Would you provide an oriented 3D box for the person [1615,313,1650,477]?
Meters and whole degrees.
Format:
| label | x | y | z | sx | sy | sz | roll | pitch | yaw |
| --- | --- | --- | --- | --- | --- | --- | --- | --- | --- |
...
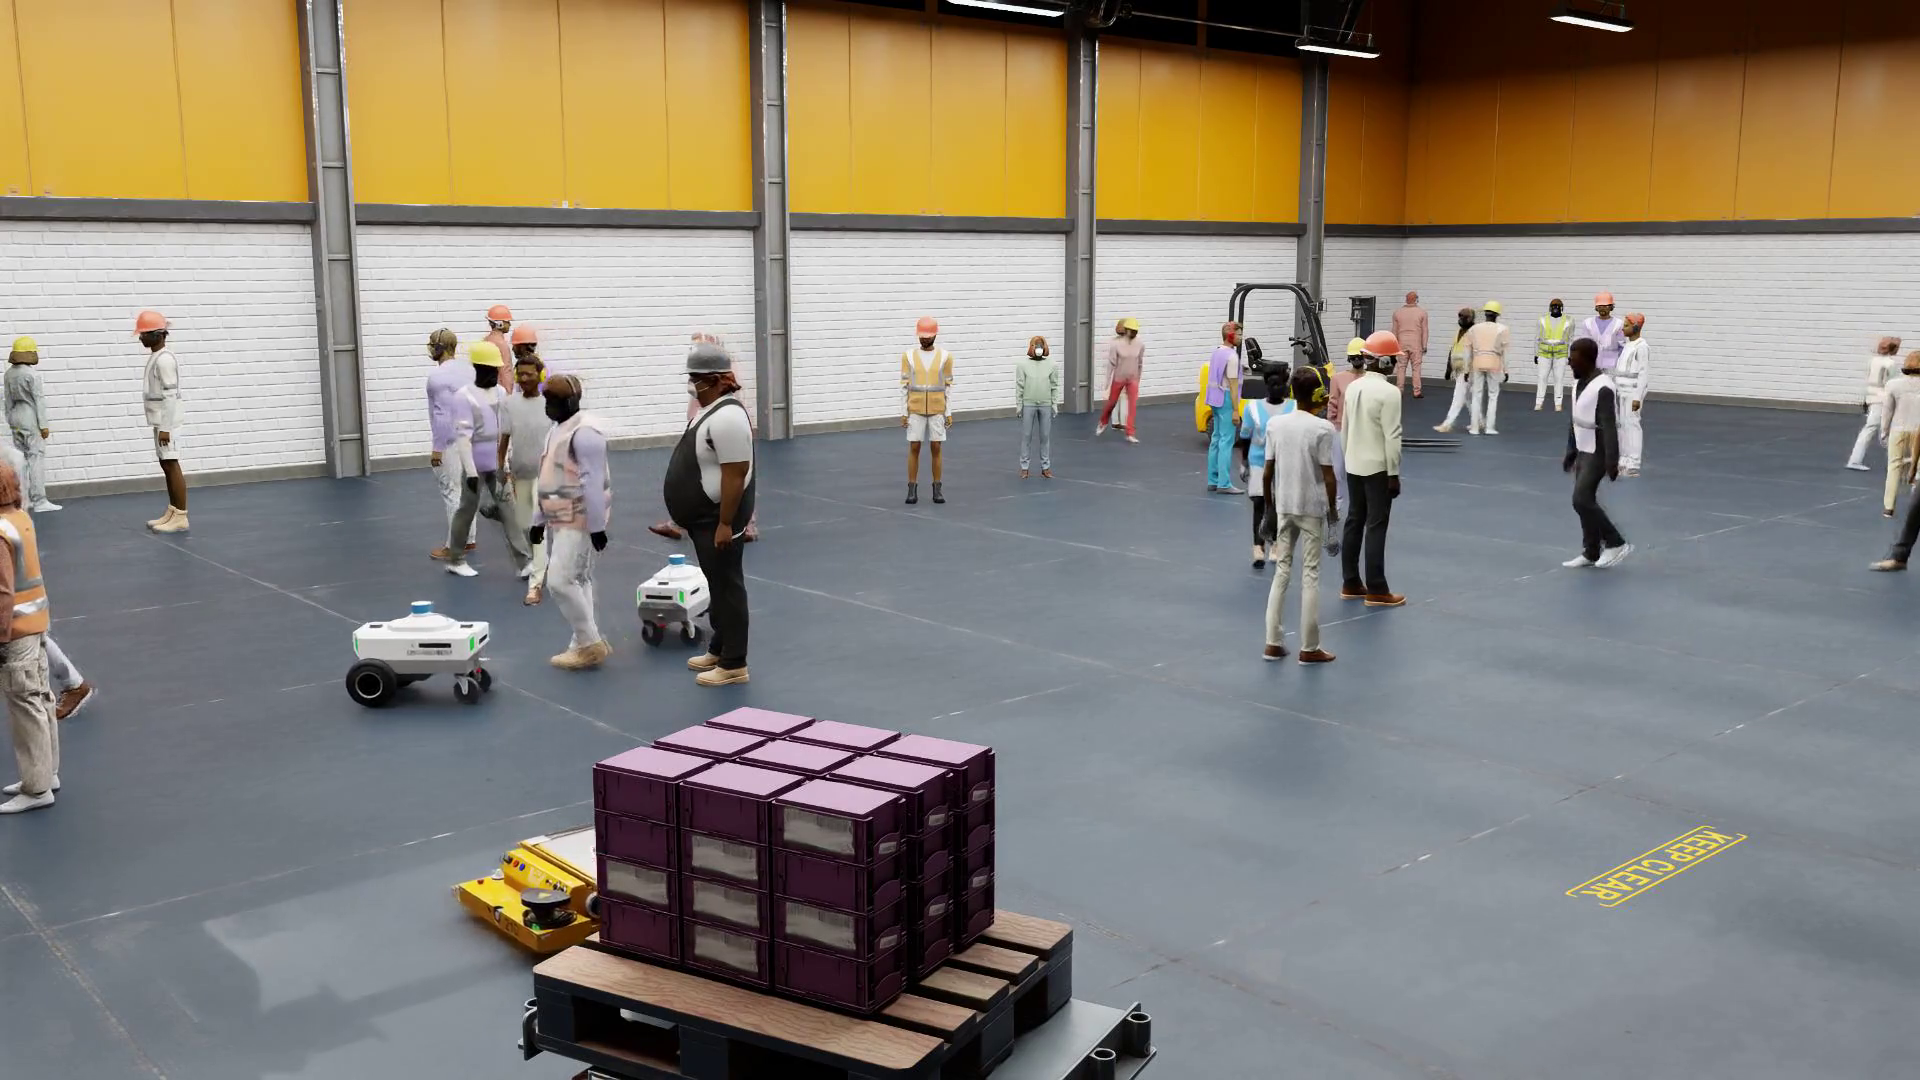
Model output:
| label | x | y | z | sx | sy | sz | roll | pitch | yaw |
| --- | --- | --- | --- | --- | --- | --- | --- | --- | --- |
| person | 7.718 | -1.664 | 19.147 | 0.343 | 1.879 | 0.585 | 1 | 10 | 4 |

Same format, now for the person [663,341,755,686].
| label | x | y | z | sx | sy | sz | roll | pitch | yaw |
| --- | --- | --- | --- | --- | --- | --- | --- | --- | --- |
| person | -1.490 | -0.164 | 9.899 | 0.536 | 2.000 | 0.688 | -3 | 10 | -15 |

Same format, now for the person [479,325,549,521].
| label | x | y | z | sx | sy | sz | roll | pitch | yaw |
| --- | --- | --- | --- | --- | --- | --- | --- | --- | --- |
| person | -4.076 | -1.093 | 15.823 | 1.043 | 1.884 | 0.549 | 2 | 10 | 13 |

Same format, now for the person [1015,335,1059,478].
| label | x | y | z | sx | sy | sz | roll | pitch | yaw |
| --- | --- | --- | --- | --- | --- | --- | --- | --- | --- |
| person | 0.882 | -1.520 | 19.021 | 0.500 | 1.636 | 0.280 | -1 | 10 | -6 |

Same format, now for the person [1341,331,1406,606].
| label | x | y | z | sx | sy | sz | roll | pitch | yaw |
| --- | --- | --- | --- | --- | --- | --- | --- | --- | --- |
| person | 3.017 | -0.521 | 12.124 | 0.391 | 1.995 | 0.613 | -4 | 10 | -21 |

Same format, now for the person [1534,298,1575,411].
| label | x | y | z | sx | sy | sz | roll | pitch | yaw |
| --- | --- | --- | --- | --- | --- | --- | --- | --- | --- |
| person | 9.709 | -3.024 | 27.226 | 0.619 | 1.845 | 0.430 | 4 | 10 | 22 |

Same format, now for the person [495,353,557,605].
| label | x | y | z | sx | sy | sz | roll | pitch | yaw |
| --- | --- | --- | --- | --- | --- | --- | --- | --- | --- |
| person | -3.183 | -0.490 | 12.417 | 0.524 | 1.832 | 0.911 | 1 | 10 | 4 |

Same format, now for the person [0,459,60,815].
| label | x | y | z | sx | sy | sz | roll | pitch | yaw |
| --- | --- | --- | --- | --- | --- | --- | --- | --- | --- |
| person | -4.331 | 0.430 | 7.605 | 0.315 | 1.636 | 0.515 | -3 | 10 | -18 |

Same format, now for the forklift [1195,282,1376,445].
| label | x | y | z | sx | sy | sz | roll | pitch | yaw |
| --- | --- | --- | --- | --- | --- | --- | --- | --- | --- |
| forklift | 4.328 | -2.346 | 22.227 | 2.313 | 2.155 | 1.214 | 3 | 10 | 16 |

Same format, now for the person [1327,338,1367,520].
| label | x | y | z | sx | sy | sz | roll | pitch | yaw |
| --- | --- | --- | --- | --- | --- | --- | --- | --- | --- |
| person | 3.742 | -1.029 | 15.766 | 0.524 | 1.769 | 0.314 | 2 | 10 | 14 |

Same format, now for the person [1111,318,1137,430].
| label | x | y | z | sx | sy | sz | roll | pitch | yaw |
| --- | --- | --- | --- | --- | --- | --- | --- | --- | --- |
| person | 2.386 | -2.415 | 24.265 | 0.279 | 1.635 | 0.507 | -5 | 11 | -29 |

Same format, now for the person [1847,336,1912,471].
| label | x | y | z | sx | sy | sz | roll | pitch | yaw |
| --- | --- | --- | --- | --- | --- | --- | --- | --- | --- |
| person | 10.929 | -1.600 | 19.596 | 0.866 | 1.586 | 0.545 | 0 | 10 | 3 |

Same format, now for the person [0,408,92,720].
| label | x | y | z | sx | sy | sz | roll | pitch | yaw |
| --- | --- | --- | --- | --- | --- | --- | --- | --- | --- |
| person | -5.111 | 0.114 | 8.864 | 0.525 | 1.843 | 0.813 | 5 | 11 | 26 |

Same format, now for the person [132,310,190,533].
| label | x | y | z | sx | sy | sz | roll | pitch | yaw |
| --- | --- | --- | --- | --- | --- | --- | --- | --- | --- |
| person | -7.345 | -1.086 | 15.296 | 0.374 | 2.043 | 0.608 | -6 | 11 | -32 |

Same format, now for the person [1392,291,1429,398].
| label | x | y | z | sx | sy | sz | roll | pitch | yaw |
| --- | --- | --- | --- | --- | --- | --- | --- | --- | --- |
| person | 8.051 | -3.484 | 29.726 | 0.638 | 1.911 | 0.402 | 6 | 11 | 30 |

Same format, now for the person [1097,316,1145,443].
| label | x | y | z | sx | sy | sz | roll | pitch | yaw |
| --- | --- | --- | --- | --- | --- | --- | --- | --- | --- |
| person | 2.230 | -2.228 | 22.913 | 0.545 | 1.724 | 0.828 | -3 | 10 | -15 |

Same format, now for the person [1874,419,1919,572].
| label | x | y | z | sx | sy | sz | roll | pitch | yaw |
| --- | --- | --- | --- | --- | --- | --- | --- | --- | --- |
| person | 7.760 | -0.585 | 13.130 | 0.540 | 1.797 | 0.744 | -6 | 11 | -31 |

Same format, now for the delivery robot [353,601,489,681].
| label | x | y | z | sx | sy | sz | roll | pitch | yaw |
| --- | --- | --- | --- | --- | --- | --- | --- | --- | --- |
| delivery robot | -3.077 | 0.595 | 9.526 | 0.707 | 0.478 | 0.477 | 0 | 10 | -1 |

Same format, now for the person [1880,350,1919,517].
| label | x | y | z | sx | sy | sz | roll | pitch | yaw |
| --- | --- | --- | --- | --- | --- | --- | --- | --- | --- |
| person | 9.195 | -1.021 | 16.107 | 0.504 | 1.631 | 0.280 | 7 | 12 | 36 |

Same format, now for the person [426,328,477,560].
| label | x | y | z | sx | sy | sz | roll | pitch | yaw |
| --- | --- | --- | --- | --- | --- | --- | --- | --- | --- |
| person | -4.276 | -0.805 | 13.947 | 0.359 | 1.938 | 0.635 | 1 | 10 | 4 |

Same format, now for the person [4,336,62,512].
| label | x | y | z | sx | sy | sz | roll | pitch | yaw |
| --- | --- | --- | --- | --- | --- | --- | --- | --- | --- |
| person | -9.258 | -1.153 | 16.560 | 0.492 | 1.742 | 0.323 | 4 | 11 | 23 |

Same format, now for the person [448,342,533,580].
| label | x | y | z | sx | sy | sz | roll | pitch | yaw |
| --- | --- | --- | --- | --- | --- | --- | --- | --- | --- |
| person | -3.676 | -0.606 | 12.976 | 1.008 | 1.867 | 0.615 | 5 | 11 | 27 |

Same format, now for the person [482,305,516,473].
| label | x | y | z | sx | sy | sz | roll | pitch | yaw |
| --- | --- | --- | --- | --- | --- | --- | --- | --- | --- |
| person | -5.139 | -1.630 | 18.620 | 0.396 | 1.992 | 0.623 | -7 | 12 | -36 |

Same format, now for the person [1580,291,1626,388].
| label | x | y | z | sx | sy | sz | roll | pitch | yaw |
| --- | --- | --- | --- | --- | --- | --- | --- | --- | --- |
| person | 8.933 | -2.435 | 23.185 | 0.615 | 2.042 | 0.376 | 5 | 11 | 29 |

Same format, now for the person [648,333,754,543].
| label | x | y | z | sx | sy | sz | roll | pitch | yaw |
| --- | --- | --- | --- | --- | --- | --- | --- | --- | --- |
| person | -2.276 | -0.877 | 14.588 | 0.963 | 1.858 | 0.662 | -2 | 10 | -10 |

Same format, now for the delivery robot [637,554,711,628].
| label | x | y | z | sx | sy | sz | roll | pitch | yaw |
| --- | --- | --- | --- | --- | --- | --- | --- | --- | --- |
| delivery robot | -1.872 | 0.340 | 11.021 | 0.477 | 0.478 | 0.707 | 2 | 10 | 10 |

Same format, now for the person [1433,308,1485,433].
| label | x | y | z | sx | sy | sz | roll | pitch | yaw |
| --- | --- | --- | --- | --- | --- | --- | --- | --- | --- |
| person | 7.291 | -2.452 | 24.058 | 0.945 | 1.796 | 0.633 | -2 | 10 | -13 |

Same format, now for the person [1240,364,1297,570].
| label | x | y | z | sx | sy | sz | roll | pitch | yaw |
| --- | --- | --- | --- | --- | --- | --- | --- | --- | --- |
| person | 2.540 | -0.582 | 13.449 | 0.557 | 1.649 | 0.846 | 2 | 10 | 9 |

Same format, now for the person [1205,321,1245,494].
| label | x | y | z | sx | sy | sz | roll | pitch | yaw |
| --- | --- | --- | --- | --- | --- | --- | --- | --- | --- |
| person | 2.822 | -1.409 | 17.771 | 0.375 | 1.839 | 0.567 | -2 | 10 | -13 |

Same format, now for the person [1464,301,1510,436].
| label | x | y | z | sx | sy | sz | roll | pitch | yaw |
| --- | --- | --- | --- | --- | --- | --- | --- | --- | --- |
| person | 7.492 | -2.437 | 23.611 | 0.605 | 1.907 | 0.444 | 6 | 11 | 30 |

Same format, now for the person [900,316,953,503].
| label | x | y | z | sx | sy | sz | roll | pitch | yaw |
| --- | --- | --- | --- | --- | --- | --- | --- | --- | --- |
| person | -0.339 | -1.329 | 17.053 | 0.543 | 1.928 | 0.374 | -1 | 10 | -3 |

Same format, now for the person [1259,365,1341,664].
| label | x | y | z | sx | sy | sz | roll | pitch | yaw |
| --- | --- | --- | --- | --- | --- | --- | --- | --- | --- |
| person | 2.105 | -0.142 | 10.350 | 0.580 | 1.876 | 0.390 | 9 | 13 | 43 |

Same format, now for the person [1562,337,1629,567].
| label | x | y | z | sx | sy | sz | roll | pitch | yaw |
| --- | --- | --- | --- | --- | --- | --- | --- | --- | --- |
| person | 5.105 | -0.689 | 13.434 | 0.453 | 1.893 | 0.595 | 0 | 10 | 2 |

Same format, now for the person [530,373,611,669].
| label | x | y | z | sx | sy | sz | roll | pitch | yaw |
| --- | --- | --- | --- | --- | --- | --- | --- | --- | --- |
| person | -2.374 | -0.101 | 10.129 | 0.476 | 1.830 | 0.642 | -4 | 11 | -24 |

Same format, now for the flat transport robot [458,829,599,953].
| label | x | y | z | sx | sy | sz | roll | pitch | yaw |
| --- | --- | --- | --- | --- | --- | --- | --- | --- | --- |
| flat transport robot | -1.191 | 1.275 | 6.649 | 1.431 | 0.197 | 0.652 | -8 | 13 | -41 |
